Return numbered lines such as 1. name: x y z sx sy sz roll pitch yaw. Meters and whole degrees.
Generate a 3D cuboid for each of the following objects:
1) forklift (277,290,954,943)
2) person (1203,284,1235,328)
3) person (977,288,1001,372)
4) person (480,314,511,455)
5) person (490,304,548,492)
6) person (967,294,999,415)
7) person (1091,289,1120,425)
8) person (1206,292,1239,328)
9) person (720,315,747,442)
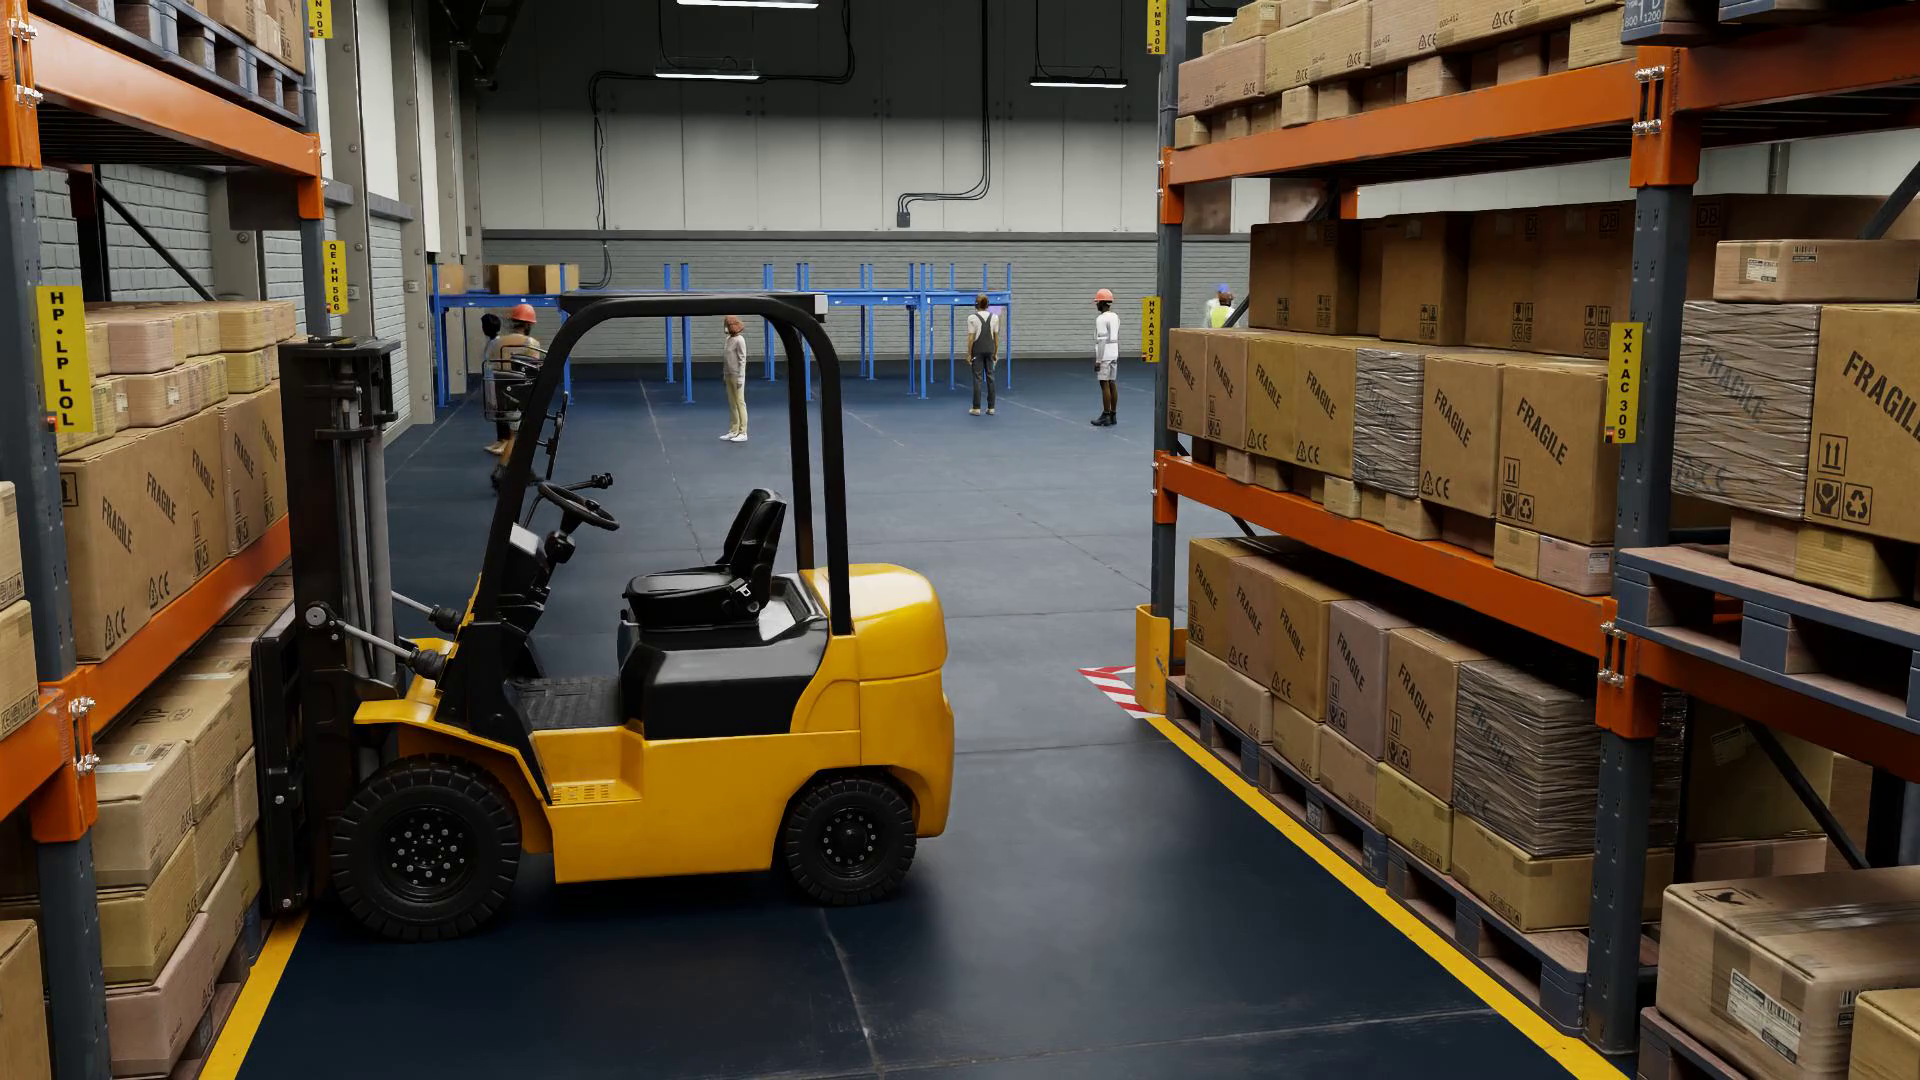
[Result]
1. forklift: -1.179 0.175 6.143 2.313 2.155 1.214 -2 10 -12
2. person: 5.393 -4.350 34.463 0.618 1.890 0.937 -2 10 -12
3. person: 0.560 -4.504 35.699 0.589 1.806 0.803 -6 11 -32
4. person: -5.593 -1.882 20.074 0.322 1.693 0.535 -5 10 -27
5. person: -4.538 -1.441 16.828 0.592 1.891 0.941 4 10 25
6. person: 0.343 -2.842 25.463 0.507 1.847 0.345 -4 10 -21
7. person: 2.071 -2.619 23.817 0.369 1.939 0.542 6 11 30
8. person: 4.427 -3.236 27.883 0.633 1.839 0.429 9 13 43
9. person: -2.938 -2.104 21.606 0.287 1.635 0.500 -6 11 -33
